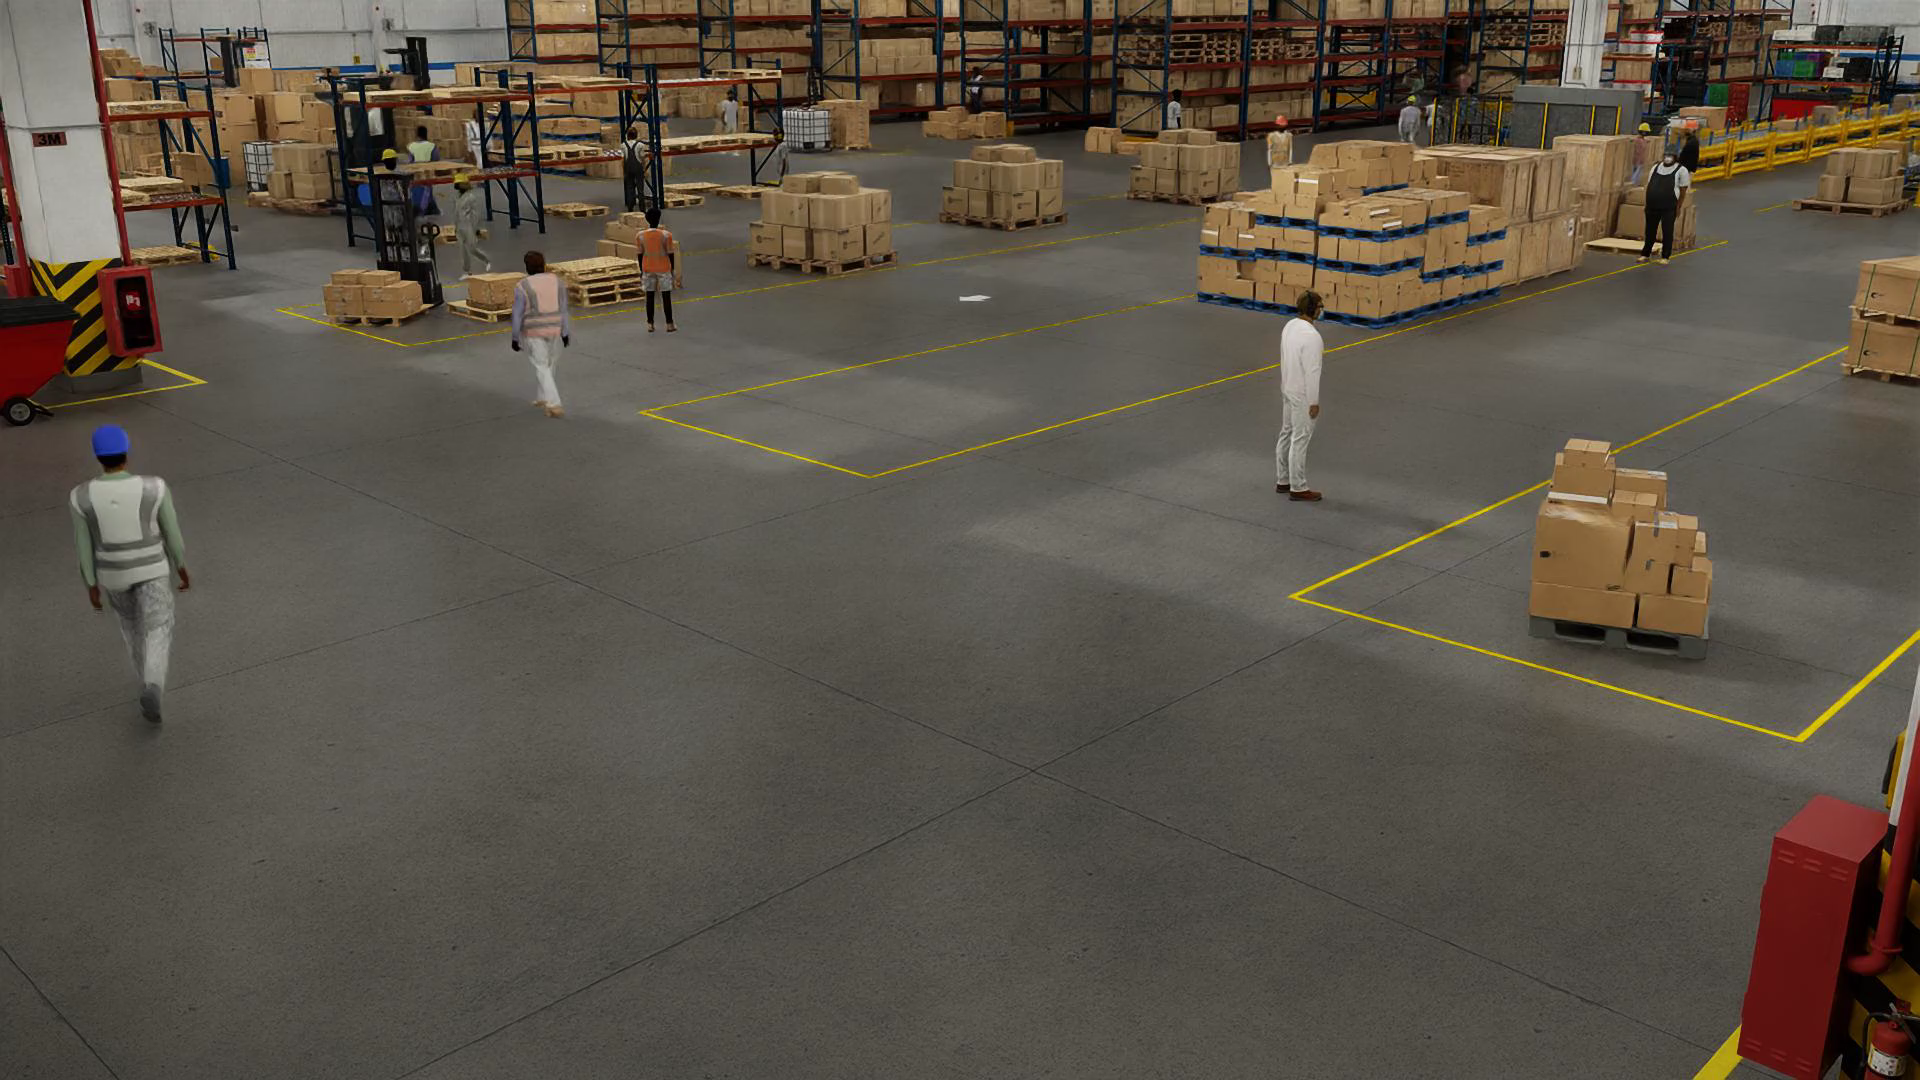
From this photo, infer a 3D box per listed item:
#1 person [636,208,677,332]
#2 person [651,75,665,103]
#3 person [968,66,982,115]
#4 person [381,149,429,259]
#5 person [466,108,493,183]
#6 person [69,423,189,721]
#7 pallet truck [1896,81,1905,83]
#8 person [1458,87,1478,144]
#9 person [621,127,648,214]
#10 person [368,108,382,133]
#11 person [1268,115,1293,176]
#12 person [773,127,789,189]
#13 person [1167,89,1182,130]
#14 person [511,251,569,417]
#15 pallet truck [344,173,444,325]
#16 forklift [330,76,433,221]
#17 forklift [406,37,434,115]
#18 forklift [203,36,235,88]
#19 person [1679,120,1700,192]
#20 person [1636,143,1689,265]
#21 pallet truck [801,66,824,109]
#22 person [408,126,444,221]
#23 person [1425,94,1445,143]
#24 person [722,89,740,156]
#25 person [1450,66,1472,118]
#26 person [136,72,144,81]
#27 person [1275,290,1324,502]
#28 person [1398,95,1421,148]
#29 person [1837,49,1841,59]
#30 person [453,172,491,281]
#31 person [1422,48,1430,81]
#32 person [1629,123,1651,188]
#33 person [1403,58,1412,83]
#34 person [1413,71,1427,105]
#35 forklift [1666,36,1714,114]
[{"bbox_3d":[-4.140,-3.679,22.720,0.532,1.694,0.319,0,18,1],"label":"person"},{"bbox_3d":[-10.862,-15.899,59.636,0.563,1.615,0.558,11,21,29],"label":"person"},{"bbox_3d":[0.552,-15.834,59.001,0.440,1.908,0.613,-14,23,-37],"label":"person"},{"bbox_3d":[-9.763,-5.888,29.090,0.886,1.887,0.606,-12,22,-32],"label":"person"},{"bbox_3d":[-11.370,-9.280,39.363,0.574,1.858,0.824,-12,22,-32],"label":"person"},{"bbox_3d":[-5.313,0.204,10.679,0.614,1.924,0.883,-5,19,-14],"label":"person"},{"bbox_3d":[34.802,-16.331,61.455,0.653,1.274,1.630,17,25,41],"label":"pallet truck"},{"bbox_3d":[15.270,-12.744,50.021,0.537,1.698,0.320,6,19,19],"label":"person"},{"bbox_3d":[-6.657,-7.518,34.051,0.514,1.845,0.339,1,18,3],"label":"person"},{"bbox_3d":[-14.608,-10.217,42.099,0.632,1.912,0.855,-12,22,-32],"label":"person"},{"bbox_3d":[6.932,-8.195,35.964,0.576,1.924,0.400,-3,19,-9],"label":"person"},{"bbox_3d":[-3.617,-7.393,33.648,0.329,1.865,0.507,-3,19,-8],"label":"person"},{"bbox_3d":[5.779,-11.102,44.659,0.367,1.966,0.607,-7,19,-19],"label":"person"},{"bbox_3d":[-4.606,-2.254,18.303,0.838,1.827,0.638,16,24,40],"label":"person"},{"bbox_3d":[-8.209,-4.181,23.757,0.823,1.965,1.885,3,19,9],"label":"pallet truck"},{"bbox_3d":[-11.917,-8.020,33.946,1.873,2.768,1.129,10,21,28],"label":"forklift"},{"bbox_3d":[-19.821,-17.027,61.080,1.129,2.768,1.873,17,25,41],"label":"forklift"},{"bbox_3d":[-27.078,-17.187,61.563,1.873,2.768,1.129,-7,20,-20],"label":"forklift"},{"bbox_3d":[14.777,-7.521,33.825,0.381,1.994,0.614,6,19,17],"label":"person"},{"bbox_3d":[11.949,-5.712,28.302,0.537,2.000,0.678,-17,25,-41],"label":"person"},{"bbox_3d":[-4.812,-15.182,56.903,0.823,1.965,1.885,-9,21,-26],"label":"pallet truck"},{"bbox_3d":[-10.853,-7.452,33.828,0.585,1.865,1.029,5,19,15],"label":"person"},{"bbox_3d":[13.524,-11.836,47.354,0.543,1.650,0.880,13,22,34],"label":"person"},{"bbox_3d":[-6.507,-11.781,46.917,0.524,1.842,0.874,-10,21,-28],"label":"person"},{"bbox_3d":[18.003,-15.980,59.481,0.659,1.886,0.717,-16,24,-39],"label":"person"},{"bbox_3d":[-26.880,-14.466,54.911,0.569,1.893,0.674,6,19,17],"label":"person"},{"bbox_3d":[3.131,-1.326,15.247,0.371,1.941,0.627,-4,19,-12],"label":"person"},{"bbox_3d":[12.096,-11.046,44.754,0.592,1.801,0.762,1,18,2],"label":"person"},{"bbox_3d":[41.190,-22.275,78.302,0.400,1.986,0.608,13,23,35],"label":"person"},{"bbox_3d":[-7.932,-5.068,26.855,0.490,1.730,0.502,11,21,31],"label":"person"},{"bbox_3d":[21.726,-21.824,77.098,0.642,1.896,0.992,4,19,12],"label":"person"},{"bbox_3d":[14.717,-8.135,36.032,0.328,1.767,0.532,13,22,34],"label":"person"},{"bbox_3d":[21.152,-22.180,78.565,0.508,1.629,0.314,-17,25,-42],"label":"person"},{"bbox_3d":[17.225,-16.792,62.414,0.501,1.575,0.898,-14,23,-36],"label":"person"},{"bbox_3d":[27.341,-17.291,61.877,1.129,2.768,1.873,17,25,41],"label":"forklift"}]
